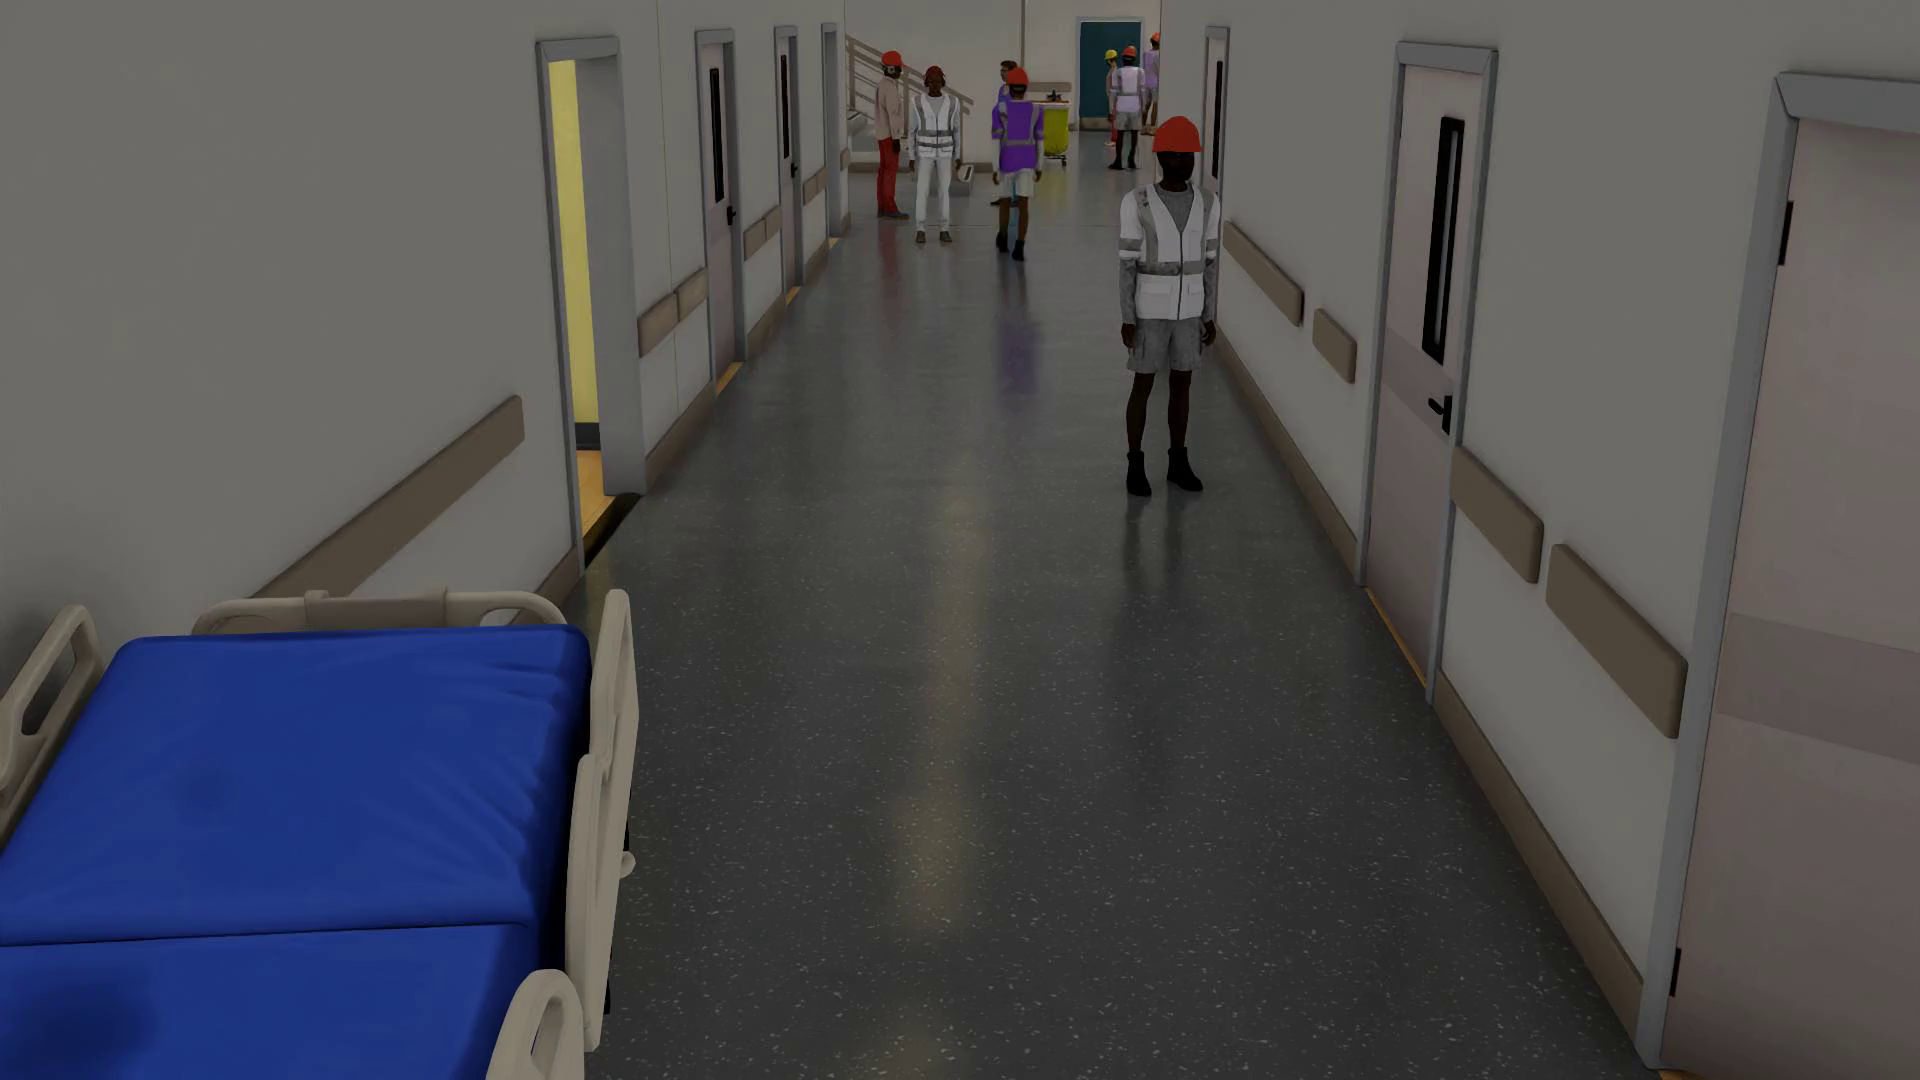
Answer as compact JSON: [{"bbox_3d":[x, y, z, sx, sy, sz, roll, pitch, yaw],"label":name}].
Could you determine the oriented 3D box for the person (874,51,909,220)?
[{"bbox_3d":[-0.836,-4.890,20.139,0.390,1.991,0.626,-6,18,-17],"label":"person"}]

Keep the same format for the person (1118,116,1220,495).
[{"bbox_3d":[1.086,-1.197,8.621,0.545,1.942,0.350,-5,18,-16],"label":"person"}]

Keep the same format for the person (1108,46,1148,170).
[{"bbox_3d":[2.681,-6.859,26.462,0.660,1.920,0.452,-1,18,-3],"label":"person"}]

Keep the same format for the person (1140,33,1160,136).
[{"bbox_3d":[3.948,-9.235,33.738,0.408,2.030,0.616,-10,20,-30],"label":"person"}]

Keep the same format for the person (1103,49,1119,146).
[{"bbox_3d":[2.840,-8.269,31.140,0.327,1.760,0.523,1,18,4],"label":"person"}]

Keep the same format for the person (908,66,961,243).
[{"bbox_3d":[-0.277,-4.190,18.115,0.584,1.882,0.337,-3,18,-10],"label":"person"}]

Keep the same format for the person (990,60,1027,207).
[{"bbox_3d":[0.665,-5.242,21.488,0.389,1.846,0.564,-10,20,-30],"label":"person"}]

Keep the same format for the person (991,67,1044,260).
[{"bbox_3d":[0.575,-3.870,17.094,0.564,1.888,0.963,-2,18,-7],"label":"person"}]
